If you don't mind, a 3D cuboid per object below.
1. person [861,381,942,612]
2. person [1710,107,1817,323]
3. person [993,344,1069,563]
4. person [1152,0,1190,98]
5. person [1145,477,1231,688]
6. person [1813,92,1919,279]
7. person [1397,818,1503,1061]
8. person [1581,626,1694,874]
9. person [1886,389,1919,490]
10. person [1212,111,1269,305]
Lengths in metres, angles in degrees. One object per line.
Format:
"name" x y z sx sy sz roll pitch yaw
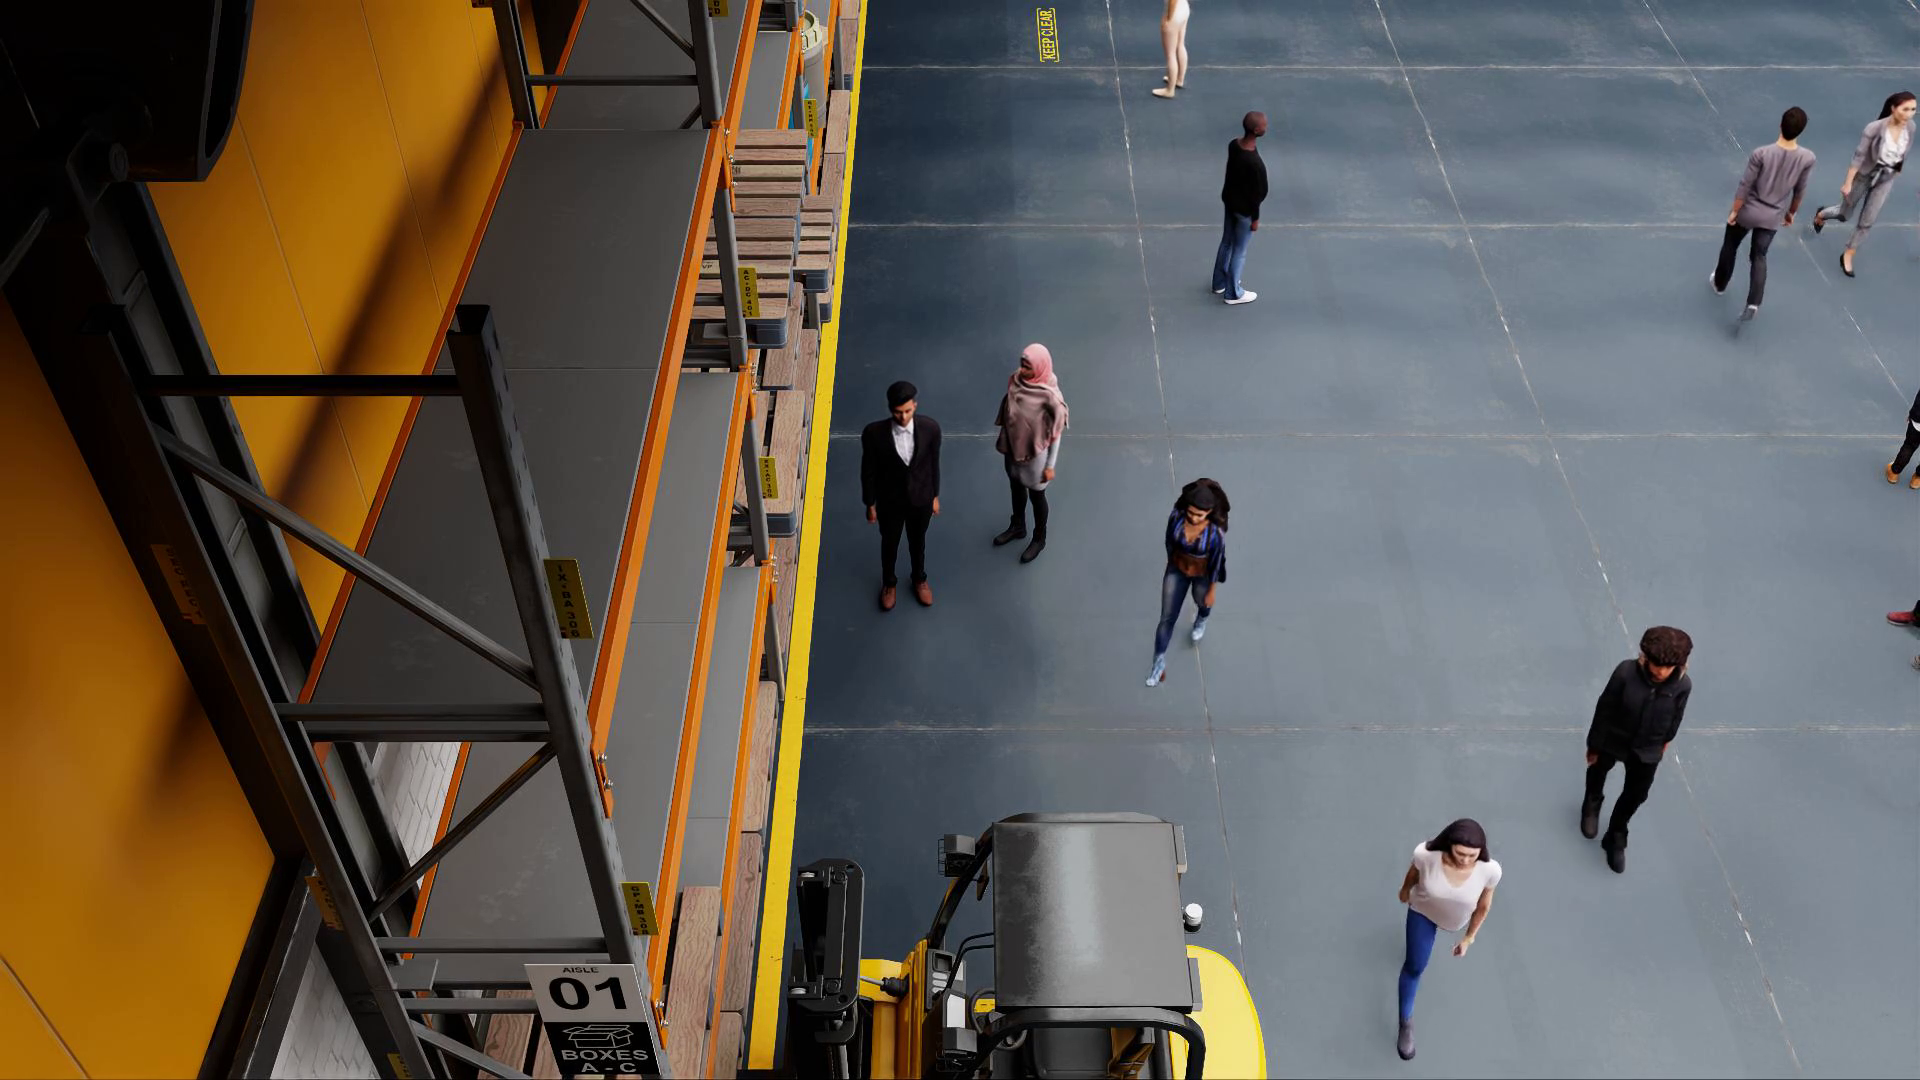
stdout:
"person" -0.379 -0.315 11.206 0.739 1.884 0.628 -8 44 -8
"person" 6.610 -2.660 13.709 0.814 1.826 1.120 7 44 7
"person" 0.481 -0.617 11.581 0.742 1.804 0.800 34 53 30
"person" 2.155 -5.213 16.522 0.671 1.644 0.547 21 47 20
"person" 1.552 0.187 10.906 0.919 1.571 1.136 19 47 19
"person" 7.793 -3.114 14.307 0.665 1.659 0.952 -4 44 -4
"person" 2.596 1.942 9.022 0.730 1.628 1.230 8 44 8
"person" 3.952 1.093 9.820 0.754 1.757 0.856 10 44 10
"person" 7.206 -0.900 12.296 0.587 1.227 0.623 21 47 21
"person" 2.343 -2.780 13.891 0.728 1.750 0.602 -17 46 -17
